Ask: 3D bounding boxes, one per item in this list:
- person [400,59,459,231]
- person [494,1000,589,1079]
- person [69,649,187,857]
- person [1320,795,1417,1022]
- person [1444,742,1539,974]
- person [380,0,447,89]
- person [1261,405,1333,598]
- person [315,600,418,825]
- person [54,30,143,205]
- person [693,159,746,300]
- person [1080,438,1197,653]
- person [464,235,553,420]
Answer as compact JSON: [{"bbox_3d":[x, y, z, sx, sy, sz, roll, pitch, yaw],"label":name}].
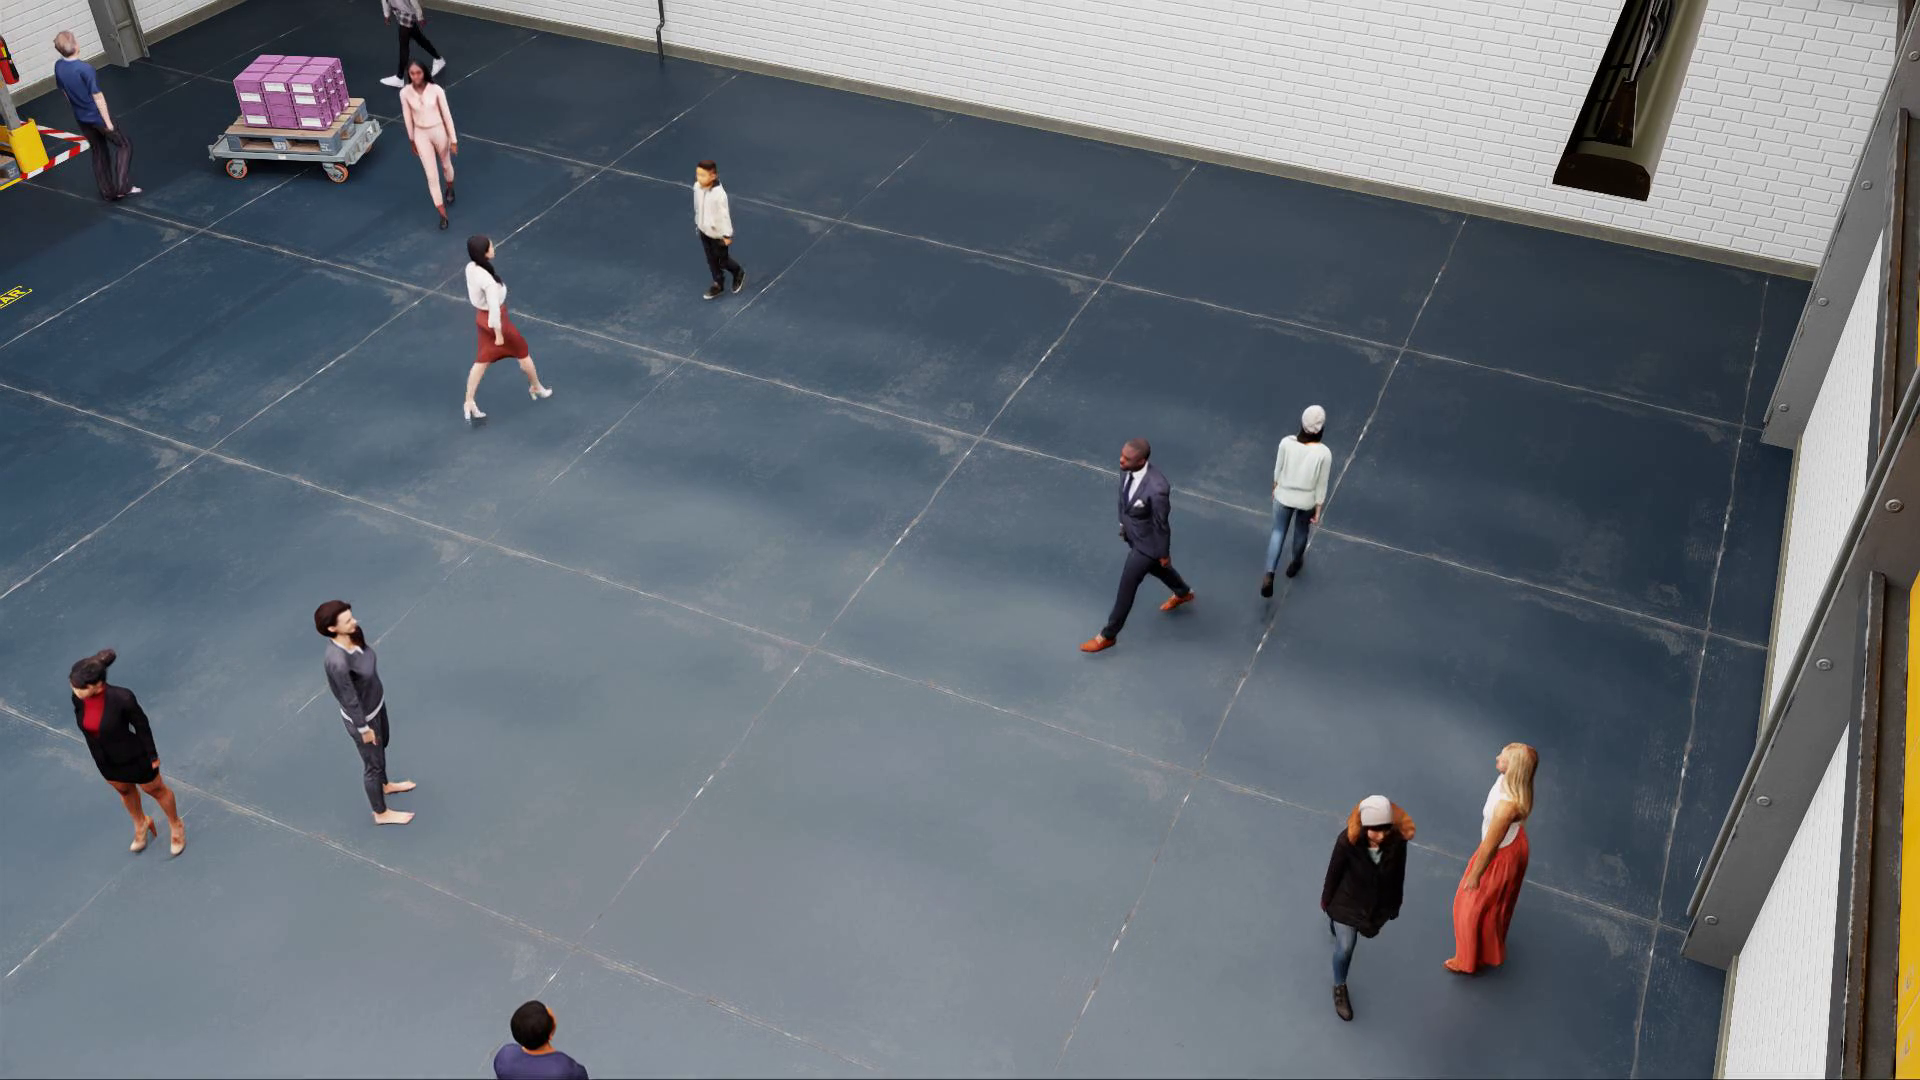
[{"bbox_3d":[-5.442,-4.159,17.227,1.083,1.673,1.230,-7,39,-9],"label":"person"},{"bbox_3d":[-2.014,2.911,8.277,0.681,1.792,0.597,8,39,10],"label":"person"},{"bbox_3d":[-5.195,1.357,10.345,0.655,1.640,0.686,4,39,5],"label":"person"},{"bbox_3d":[2.288,1.992,9.567,0.917,1.619,1.043,-6,39,-7],"label":"person"},{"bbox_3d":[3.122,1.834,9.620,0.778,1.799,0.584,23,44,26],"label":"person"},{"bbox_3d":[-6.558,-6.339,19.912,0.847,1.728,1.260,22,44,25],"label":"person"},{"bbox_3d":[2.489,-0.271,12.394,0.588,1.628,0.955,15,41,18],"label":"person"},{"bbox_3d":[-3.803,1.076,10.594,0.747,1.768,0.654,-8,39,-10],"label":"person"},{"bbox_3d":[-9.069,-4.346,17.313,0.714,1.857,0.696,11,40,13],"label":"person"},{"bbox_3d":[-2.309,-3.007,15.970,0.683,1.441,0.749,28,46,30],"label":"person"},{"bbox_3d":[1.395,-0.013,11.958,1.324,1.769,1.236,-14,41,-17],"label":"person"},{"bbox_3d":[-4.054,-1.780,14.218,1.149,1.710,0.900,-28,46,-30],"label":"person"}]
